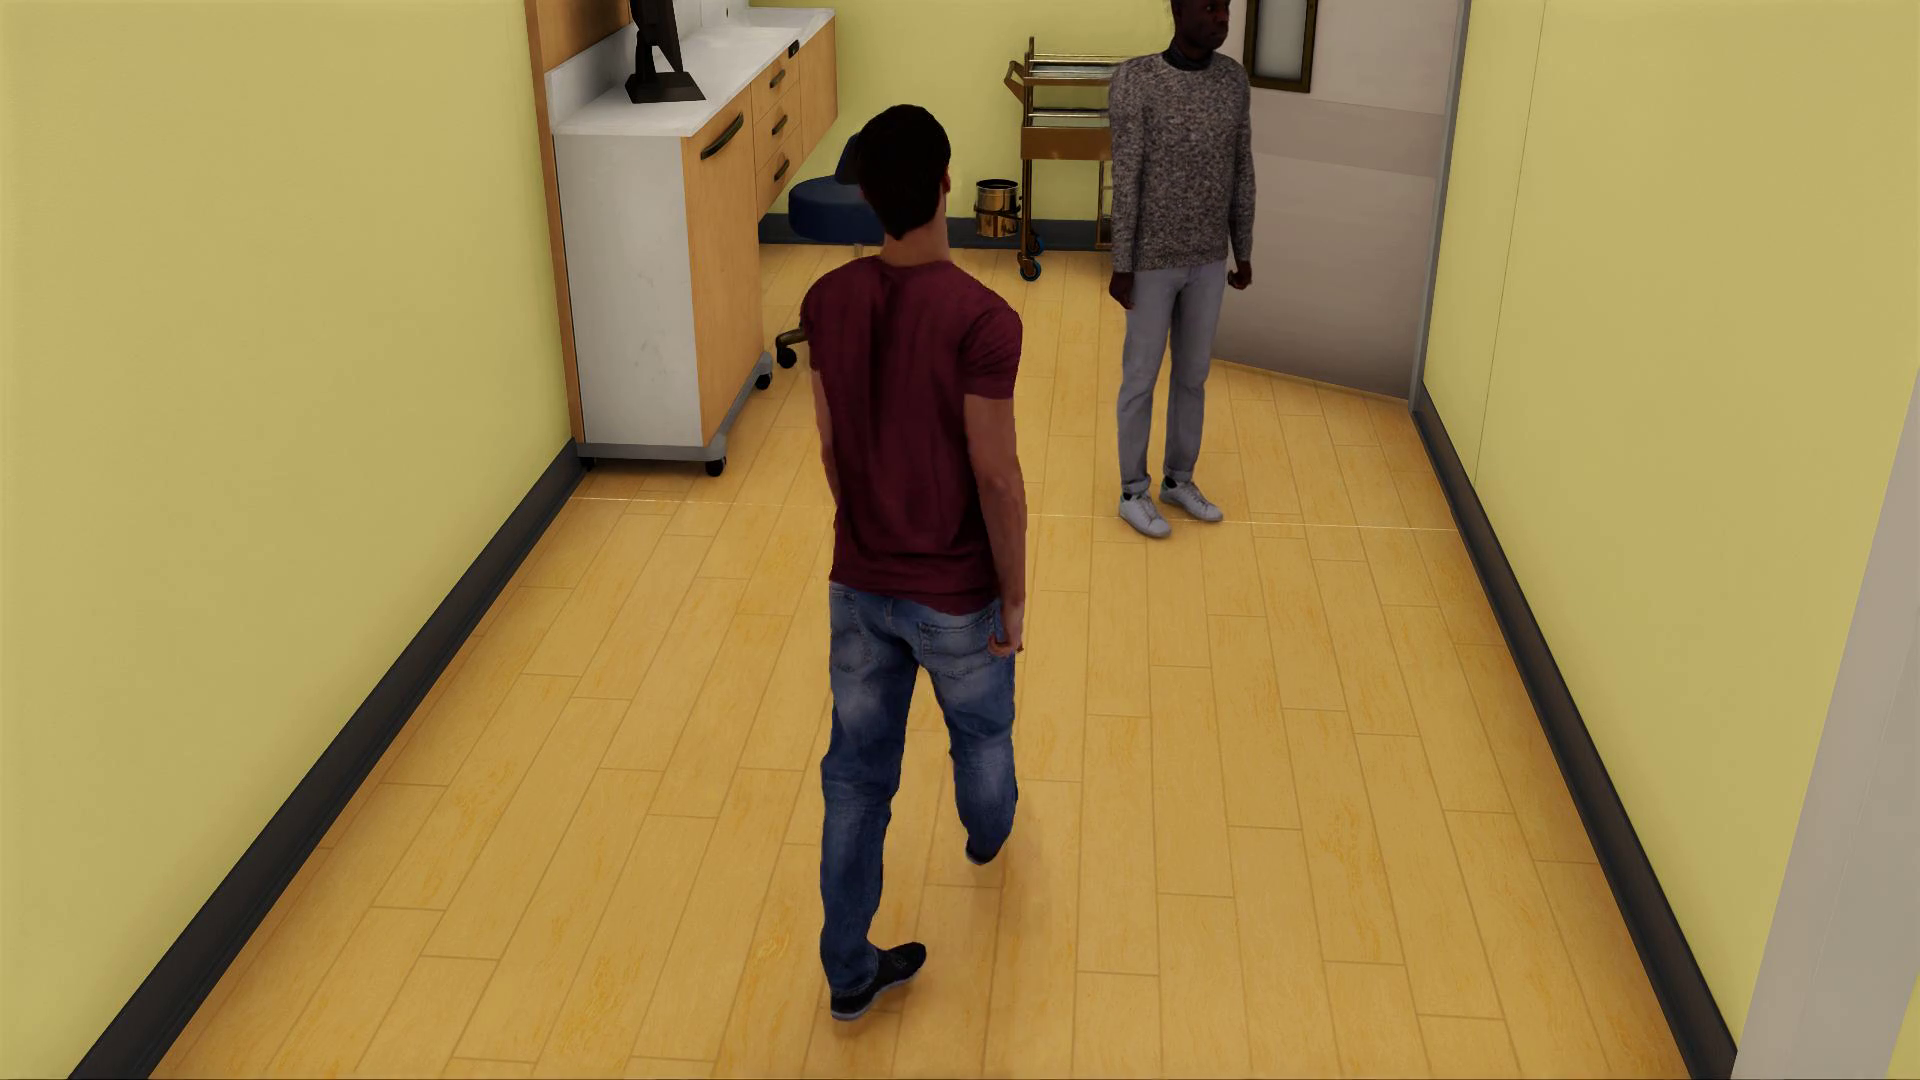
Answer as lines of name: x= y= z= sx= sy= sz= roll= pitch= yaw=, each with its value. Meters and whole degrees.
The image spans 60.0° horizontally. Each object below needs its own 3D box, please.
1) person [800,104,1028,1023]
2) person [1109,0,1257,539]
person: x=-0.108 y=0.123 z=3.309 sx=1.136 sy=1.797 sz=0.986 roll=15 pitch=29 yaw=27
person: x=0.687 y=-0.929 z=5.447 sx=0.705 sy=1.836 sz=0.830 roll=-12 pitch=28 yaw=-23
